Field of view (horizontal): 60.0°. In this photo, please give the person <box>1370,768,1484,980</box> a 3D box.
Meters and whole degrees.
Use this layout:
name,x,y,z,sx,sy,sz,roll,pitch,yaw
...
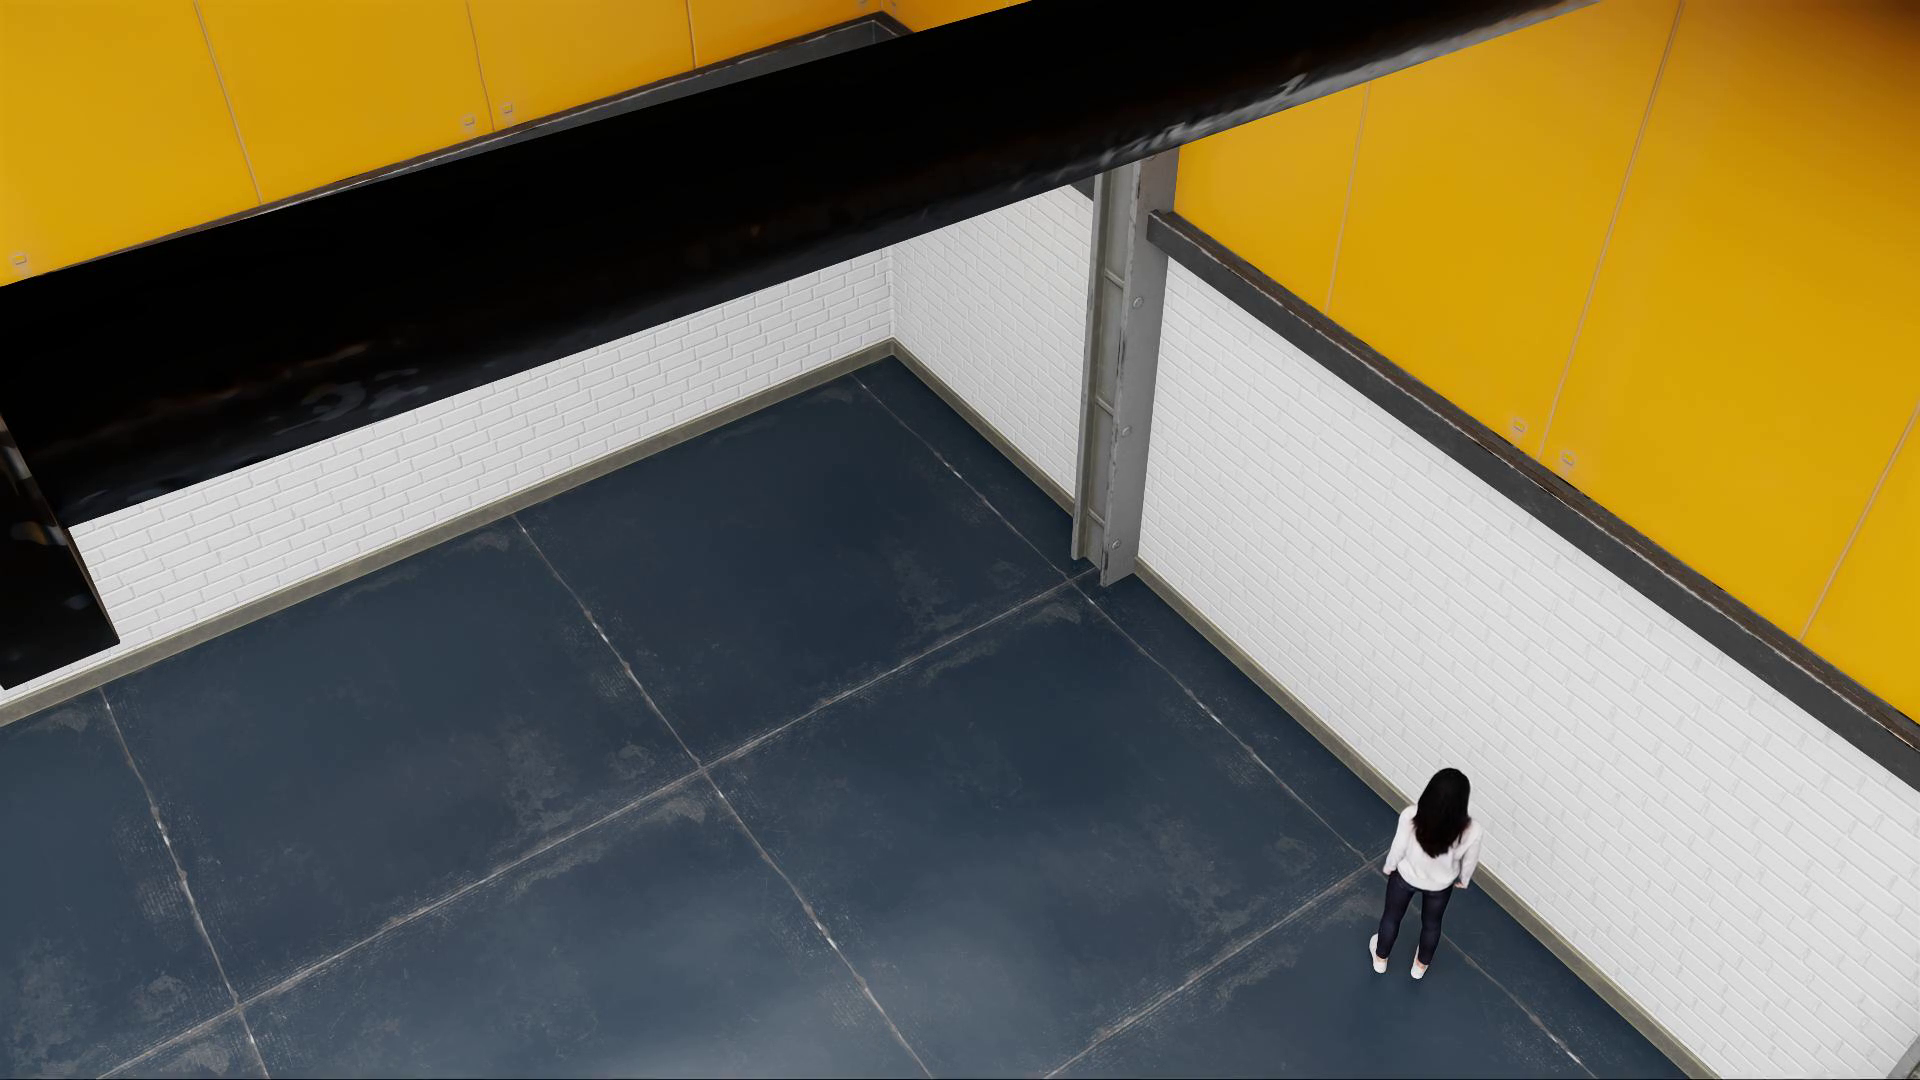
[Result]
name,x,y,z,sx,sy,sz,roll,pitch,yaw
person,2.548,1.838,9.133,0.689,1.701,0.757,8,44,9
